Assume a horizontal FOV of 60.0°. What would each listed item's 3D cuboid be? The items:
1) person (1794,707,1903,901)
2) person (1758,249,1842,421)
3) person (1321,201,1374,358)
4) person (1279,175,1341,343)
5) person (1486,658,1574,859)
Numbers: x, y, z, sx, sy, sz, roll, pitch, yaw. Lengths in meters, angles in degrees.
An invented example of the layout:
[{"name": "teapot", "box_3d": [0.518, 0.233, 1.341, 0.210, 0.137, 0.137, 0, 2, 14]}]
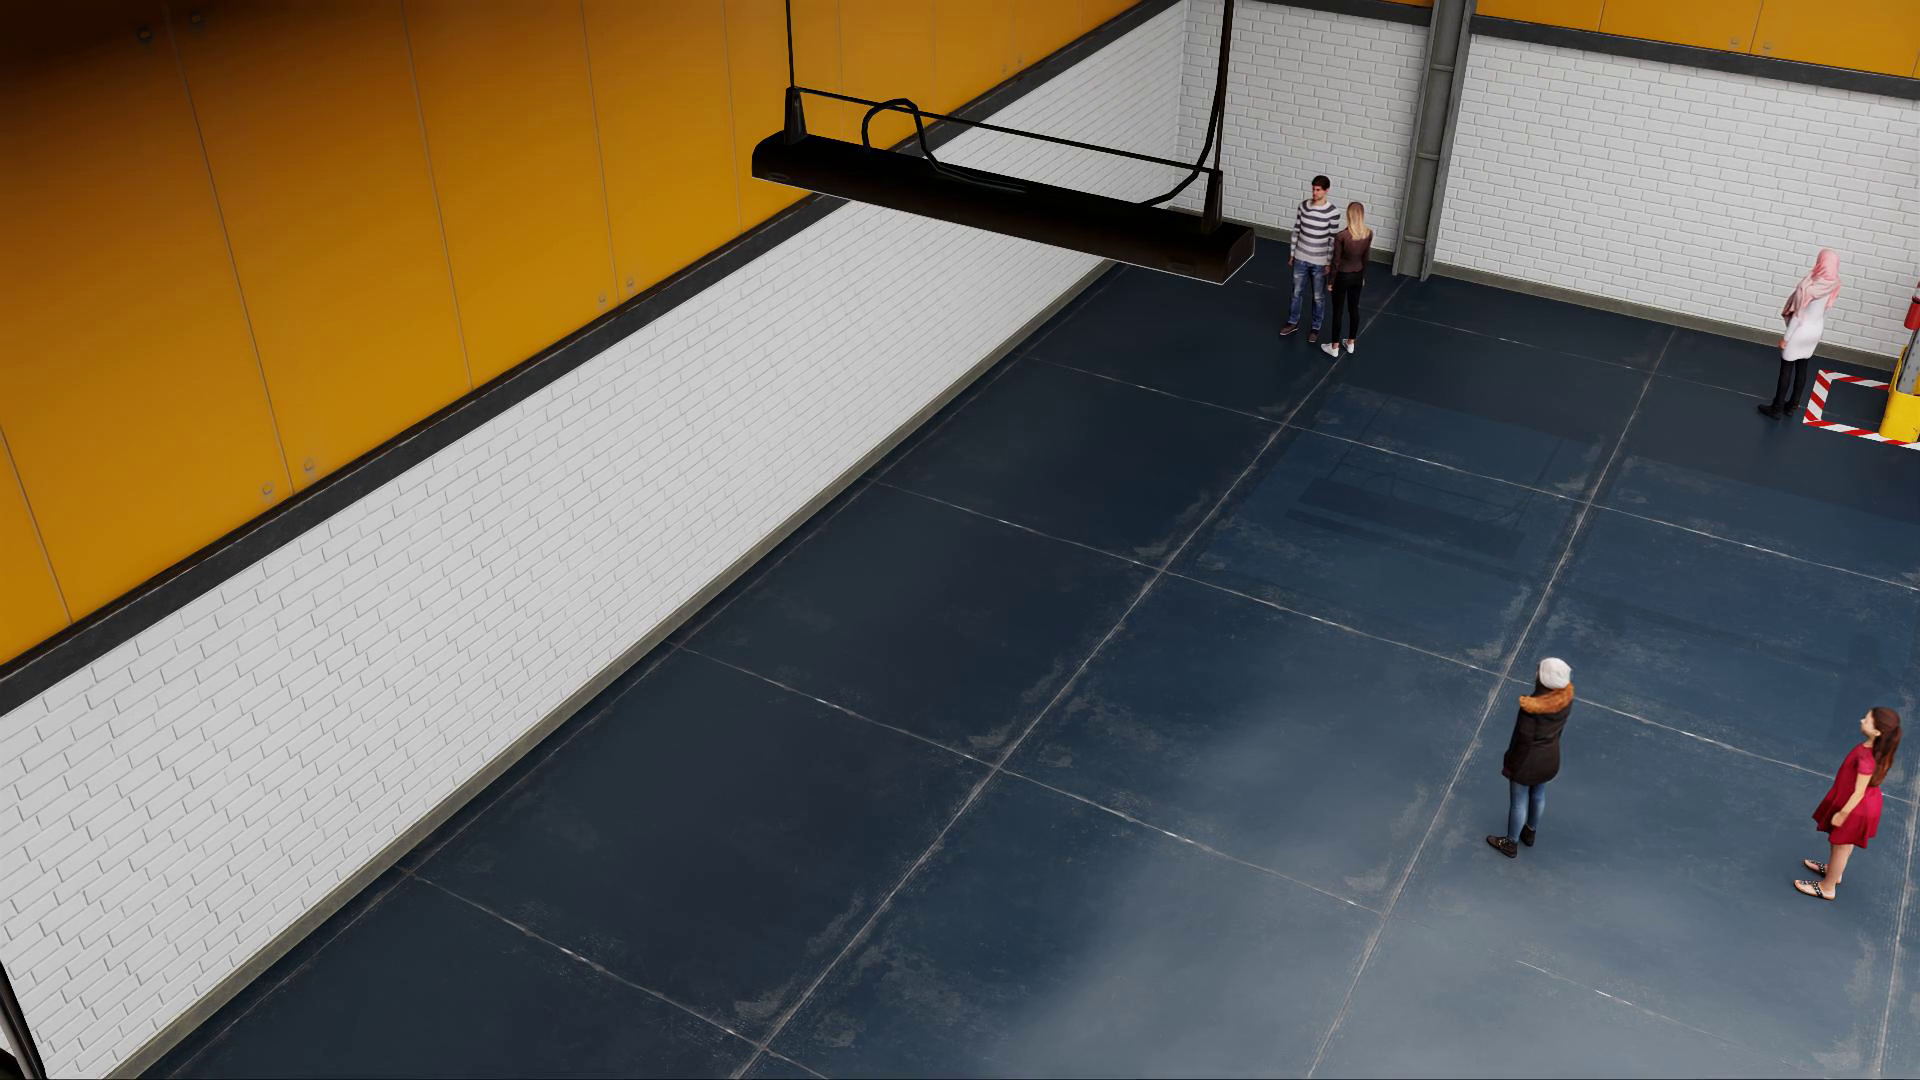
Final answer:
[{"name": "person", "box_3d": [5.931, 1.730, 11.013, 0.642, 1.553, 0.587, 25, 41, 32]}, {"name": "person", "box_3d": [8.346, -2.035, 16.450, 0.735, 1.804, 0.790, -10, 35, -14]}, {"name": "person", "box_3d": [4.113, -2.772, 17.650, 0.674, 1.703, 0.709, -12, 35, -18]}, {"name": "person", "box_3d": [3.802, -3.056, 17.941, 0.475, 1.854, 0.715, 20, 39, 27]}, {"name": "person", "box_3d": [3.907, 1.470, 11.331, 0.729, 1.634, 0.751, -19, 38, -26]}]
